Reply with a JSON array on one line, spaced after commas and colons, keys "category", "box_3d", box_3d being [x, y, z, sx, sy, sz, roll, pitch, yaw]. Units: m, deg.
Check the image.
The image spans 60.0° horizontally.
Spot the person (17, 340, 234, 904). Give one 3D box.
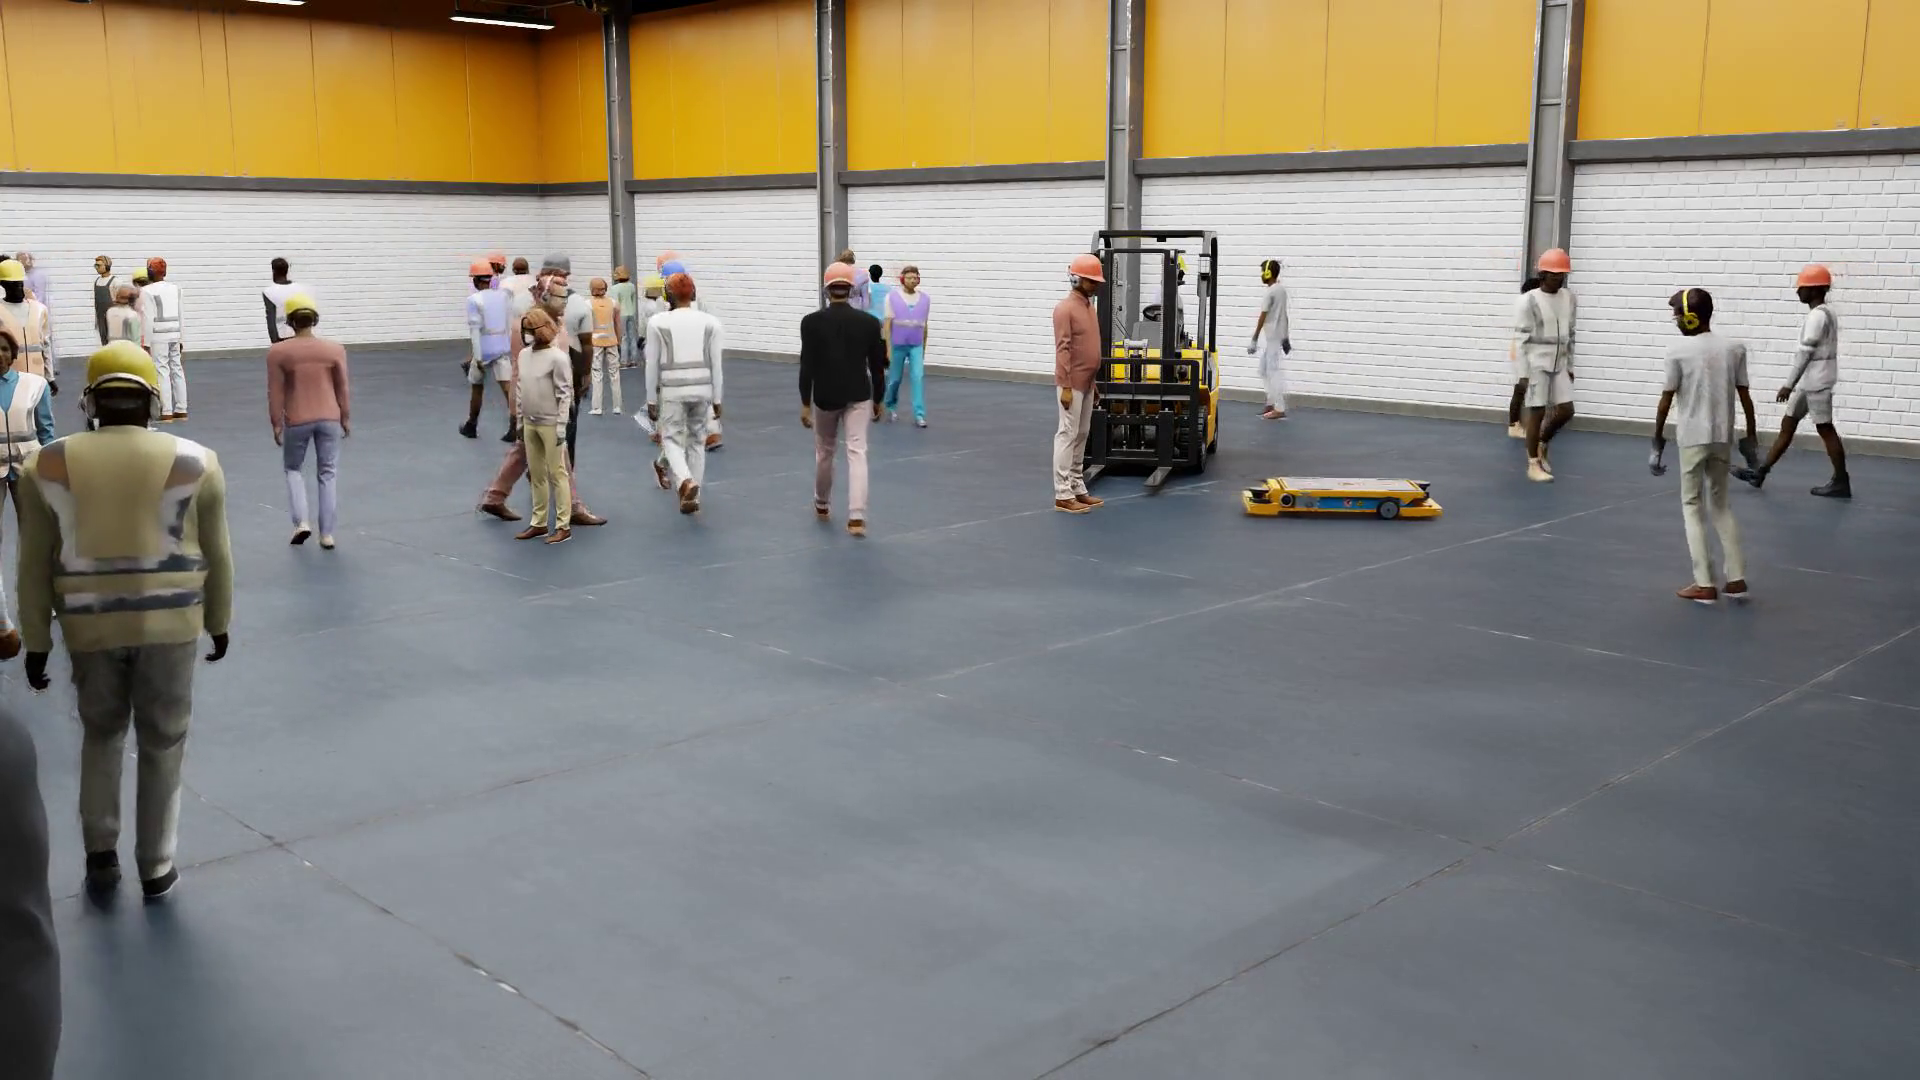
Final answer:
[{"category": "person", "box_3d": [-2.650, 0.268, 5.350, 0.602, 1.805, 0.453, -3, 11, -16]}]

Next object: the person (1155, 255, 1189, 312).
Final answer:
[{"category": "person", "box_3d": [2.335, -2.195, 18.423, 0.366, 1.926, 0.594, -1, 10, -5]}]

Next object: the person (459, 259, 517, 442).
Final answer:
[{"category": "person", "box_3d": [-4.893, -1.962, 17.286, 1.013, 1.888, 0.546, 9, 14, 42]}]

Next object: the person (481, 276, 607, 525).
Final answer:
[{"category": "person", "box_3d": [-3.139, -1.026, 12.296, 0.984, 1.851, 0.666, 1, 10, 6]}]

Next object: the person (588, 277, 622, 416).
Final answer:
[{"category": "person", "box_3d": [-4.256, -2.294, 19.759, 0.515, 1.636, 0.314, -6, 12, -29]}]

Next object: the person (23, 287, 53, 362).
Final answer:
[{"category": "person", "box_3d": [-9.407, -1.755, 16.858, 0.500, 1.616, 0.516, 5, 12, 25]}]

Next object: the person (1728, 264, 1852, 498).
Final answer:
[{"category": "person", "box_3d": [6.902, -1.303, 13.656, 0.985, 1.882, 0.545, 6, 12, 30]}]

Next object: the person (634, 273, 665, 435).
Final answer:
[{"category": "person", "box_3d": [-3.217, -1.967, 17.704, 0.391, 1.727, 0.506, -3, 11, -14]}]

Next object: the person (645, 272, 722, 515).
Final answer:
[{"category": "person", "box_3d": [-2.053, -1.077, 12.527, 0.579, 1.869, 0.618, -4, 11, -22]}]

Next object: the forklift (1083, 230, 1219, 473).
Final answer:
[{"category": "forklift", "box_3d": [1.804, -1.825, 15.677, 1.214, 2.155, 2.313, 2, 11, 13]}]

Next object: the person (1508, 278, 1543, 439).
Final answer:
[{"category": "person", "box_3d": [5.967, -1.912, 17.546, 0.321, 1.690, 0.529, 3, 11, 18]}]

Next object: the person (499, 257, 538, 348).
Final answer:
[{"category": "person", "box_3d": [-5.870, -2.876, 22.373, 0.633, 1.841, 0.429, -4, 11, -23]}]

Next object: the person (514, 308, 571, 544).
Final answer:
[{"category": "person", "box_3d": [-2.908, -0.793, 11.579, 0.497, 1.633, 0.288, 7, 13, 34]}]

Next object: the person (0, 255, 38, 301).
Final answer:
[{"category": "person", "box_3d": [-10.162, -2.055, 17.706, 0.977, 1.906, 0.612, 7, 12, 32]}]

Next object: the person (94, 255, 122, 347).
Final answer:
[{"category": "person", "box_3d": [-12.242, -3.160, 23.912, 0.507, 1.846, 0.345, 4, 11, 20]}]

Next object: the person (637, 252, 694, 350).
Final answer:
[{"category": "person", "box_3d": [-3.414, -2.392, 19.514, 0.638, 1.926, 1.052, -6, 12, -30]}]

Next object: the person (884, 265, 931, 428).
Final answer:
[{"category": "person", "box_3d": [-0.614, -2.195, 18.767, 0.570, 1.810, 0.918, -4, 11, -19]}]

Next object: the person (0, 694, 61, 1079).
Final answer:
[{"category": "person", "box_3d": [-1.453, 0.777, 2.184, 0.637, 1.938, 0.355, 4, 11, 22]}]

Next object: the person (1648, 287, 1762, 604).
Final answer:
[{"category": "person", "box_3d": [4.332, -0.549, 9.710, 0.549, 1.831, 0.482, -1, 10, -6]}]

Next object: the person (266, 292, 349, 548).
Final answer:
[{"category": "person", "box_3d": [-4.428, -0.805, 11.345, 0.530, 1.751, 0.398, -6, 12, -28]}]

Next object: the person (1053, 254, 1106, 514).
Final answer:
[{"category": "person", "box_3d": [0.928, -1.209, 12.887, 0.392, 1.986, 0.609, 5, 12, 26]}]

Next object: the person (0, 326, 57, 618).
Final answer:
[{"category": "person", "box_3d": [-5.257, -0.357, 9.178, 0.514, 1.643, 0.307, -8, 13, -38]}]

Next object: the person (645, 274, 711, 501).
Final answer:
[{"category": "person", "box_3d": [-2.342, -1.264, 13.623, 0.523, 1.840, 0.845, -9, 14, -40]}]

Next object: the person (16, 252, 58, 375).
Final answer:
[{"category": "person", "box_3d": [-14.089, -3.390, 25.080, 0.650, 1.878, 0.821, 6, 12, 29]}]

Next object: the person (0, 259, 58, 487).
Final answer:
[{"category": "person", "box_3d": [-7.979, -1.408, 14.131, 0.366, 1.927, 0.585, 7, 13, 34]}]

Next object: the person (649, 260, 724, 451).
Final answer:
[{"category": "person", "box_3d": [-2.747, -1.827, 16.557, 1.055, 1.884, 0.645, 10, 15, 44]}]

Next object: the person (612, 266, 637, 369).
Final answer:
[{"category": "person", "box_3d": [-5.399, -3.566, 26.697, 0.280, 1.634, 0.498, 7, 12, 33]}]

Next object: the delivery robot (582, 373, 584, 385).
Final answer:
[{"category": "delivery robot", "box_3d": [-5.193, -2.202, 21.953, 0.477, 0.478, 0.707, -6, 12, -30]}]

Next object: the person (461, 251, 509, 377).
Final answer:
[{"category": "person", "box_3d": [-6.729, -3.169, 23.775, 0.747, 1.911, 0.547, -5, 11, -24]}]

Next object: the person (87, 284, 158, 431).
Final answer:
[{"category": "person", "box_3d": [-8.981, -1.916, 17.738, 0.561, 1.614, 0.687, 5, 11, 25]}]

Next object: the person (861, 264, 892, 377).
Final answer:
[{"category": "person", "box_3d": [-1.256, -3.294, 25.042, 0.535, 1.698, 0.318, -5, 12, -27]}]

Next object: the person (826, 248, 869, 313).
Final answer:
[{"category": "person", "box_3d": [-1.618, -3.220, 23.983, 0.629, 1.940, 0.377, -2, 11, -9]}]

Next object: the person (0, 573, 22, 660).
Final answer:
[{"category": "person", "box_3d": [-3.365, 0.291, 5.287, 0.580, 1.780, 0.947, 3, 11, 14]}]

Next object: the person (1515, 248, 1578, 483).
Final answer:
[{"category": "person", "box_3d": [5.051, -1.487, 14.297, 0.648, 2.020, 0.462, -4, 11, -19]}]

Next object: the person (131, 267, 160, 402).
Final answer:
[{"category": "person", "box_3d": [-10.446, -2.633, 21.353, 0.828, 1.730, 0.518, 8, 13, 38]}]

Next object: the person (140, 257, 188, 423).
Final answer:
[{"category": "person", "box_3d": [-9.086, -2.271, 18.963, 0.355, 1.883, 0.575, 3, 11, 17]}]

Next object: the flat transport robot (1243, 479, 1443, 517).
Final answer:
[{"category": "flat transport robot", "box_3d": [2.929, -0.337, 12.811, 1.431, 0.197, 0.652, 1, 10, 5]}]

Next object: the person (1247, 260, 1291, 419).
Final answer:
[{"category": "person", "box_3d": [3.588, -2.322, 19.332, 0.561, 1.847, 0.544, 5, 12, 27]}]

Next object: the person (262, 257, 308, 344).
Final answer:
[{"category": "person", "box_3d": [-7.978, -2.426, 19.832, 0.957, 1.885, 0.586, 9, 14, 39]}]

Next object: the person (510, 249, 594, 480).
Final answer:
[{"category": "person", "box_3d": [-3.443, -1.473, 14.175, 0.701, 2.000, 0.554, 0, 10, -2]}]

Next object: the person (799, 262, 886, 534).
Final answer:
[{"category": "person", "box_3d": [-0.857, -1.043, 12.125, 0.652, 1.932, 1.052, -2, 11, -12]}]
